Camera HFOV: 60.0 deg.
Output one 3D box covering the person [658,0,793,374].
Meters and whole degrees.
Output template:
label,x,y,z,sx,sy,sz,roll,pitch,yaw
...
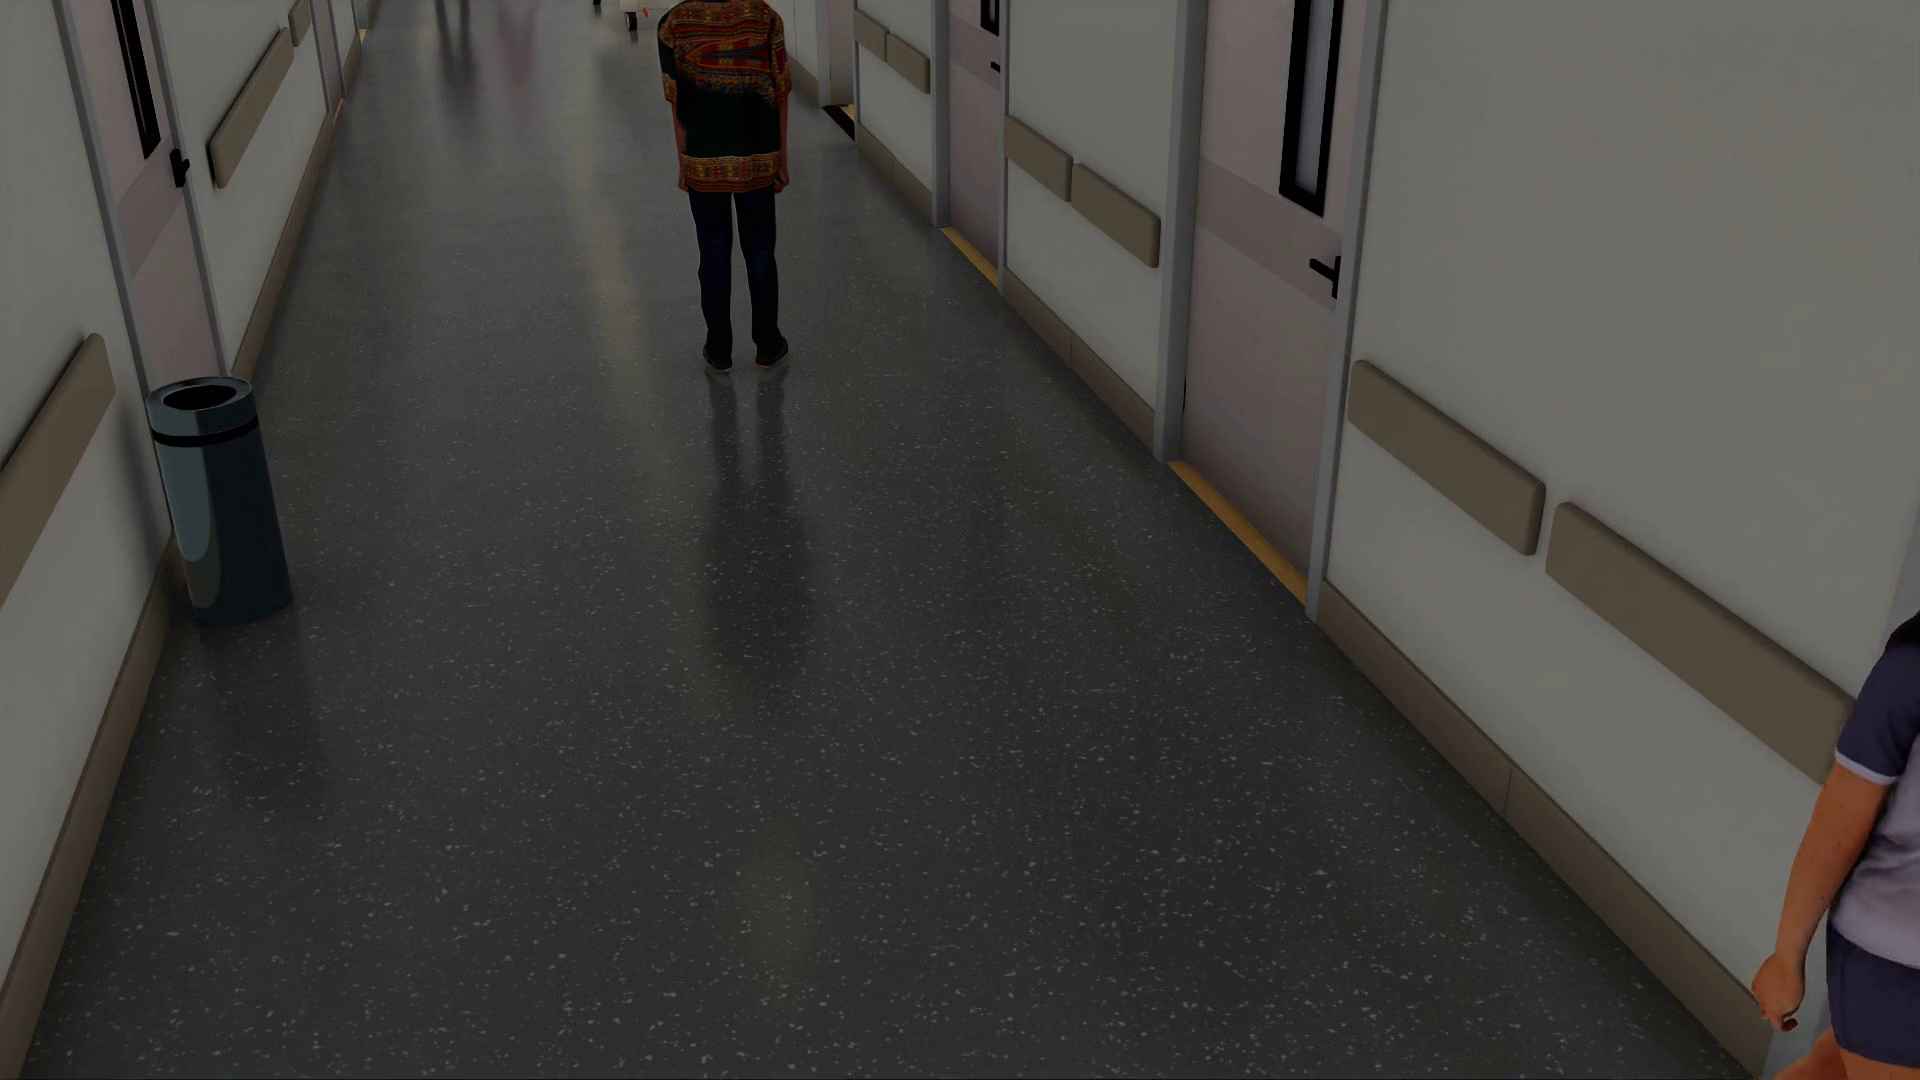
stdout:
label,x,y,z,sx,sy,sz,roll,pitch,yaw
person,-0.955,-1.593,6.916,0.613,1.806,0.770,-4,26,-9
